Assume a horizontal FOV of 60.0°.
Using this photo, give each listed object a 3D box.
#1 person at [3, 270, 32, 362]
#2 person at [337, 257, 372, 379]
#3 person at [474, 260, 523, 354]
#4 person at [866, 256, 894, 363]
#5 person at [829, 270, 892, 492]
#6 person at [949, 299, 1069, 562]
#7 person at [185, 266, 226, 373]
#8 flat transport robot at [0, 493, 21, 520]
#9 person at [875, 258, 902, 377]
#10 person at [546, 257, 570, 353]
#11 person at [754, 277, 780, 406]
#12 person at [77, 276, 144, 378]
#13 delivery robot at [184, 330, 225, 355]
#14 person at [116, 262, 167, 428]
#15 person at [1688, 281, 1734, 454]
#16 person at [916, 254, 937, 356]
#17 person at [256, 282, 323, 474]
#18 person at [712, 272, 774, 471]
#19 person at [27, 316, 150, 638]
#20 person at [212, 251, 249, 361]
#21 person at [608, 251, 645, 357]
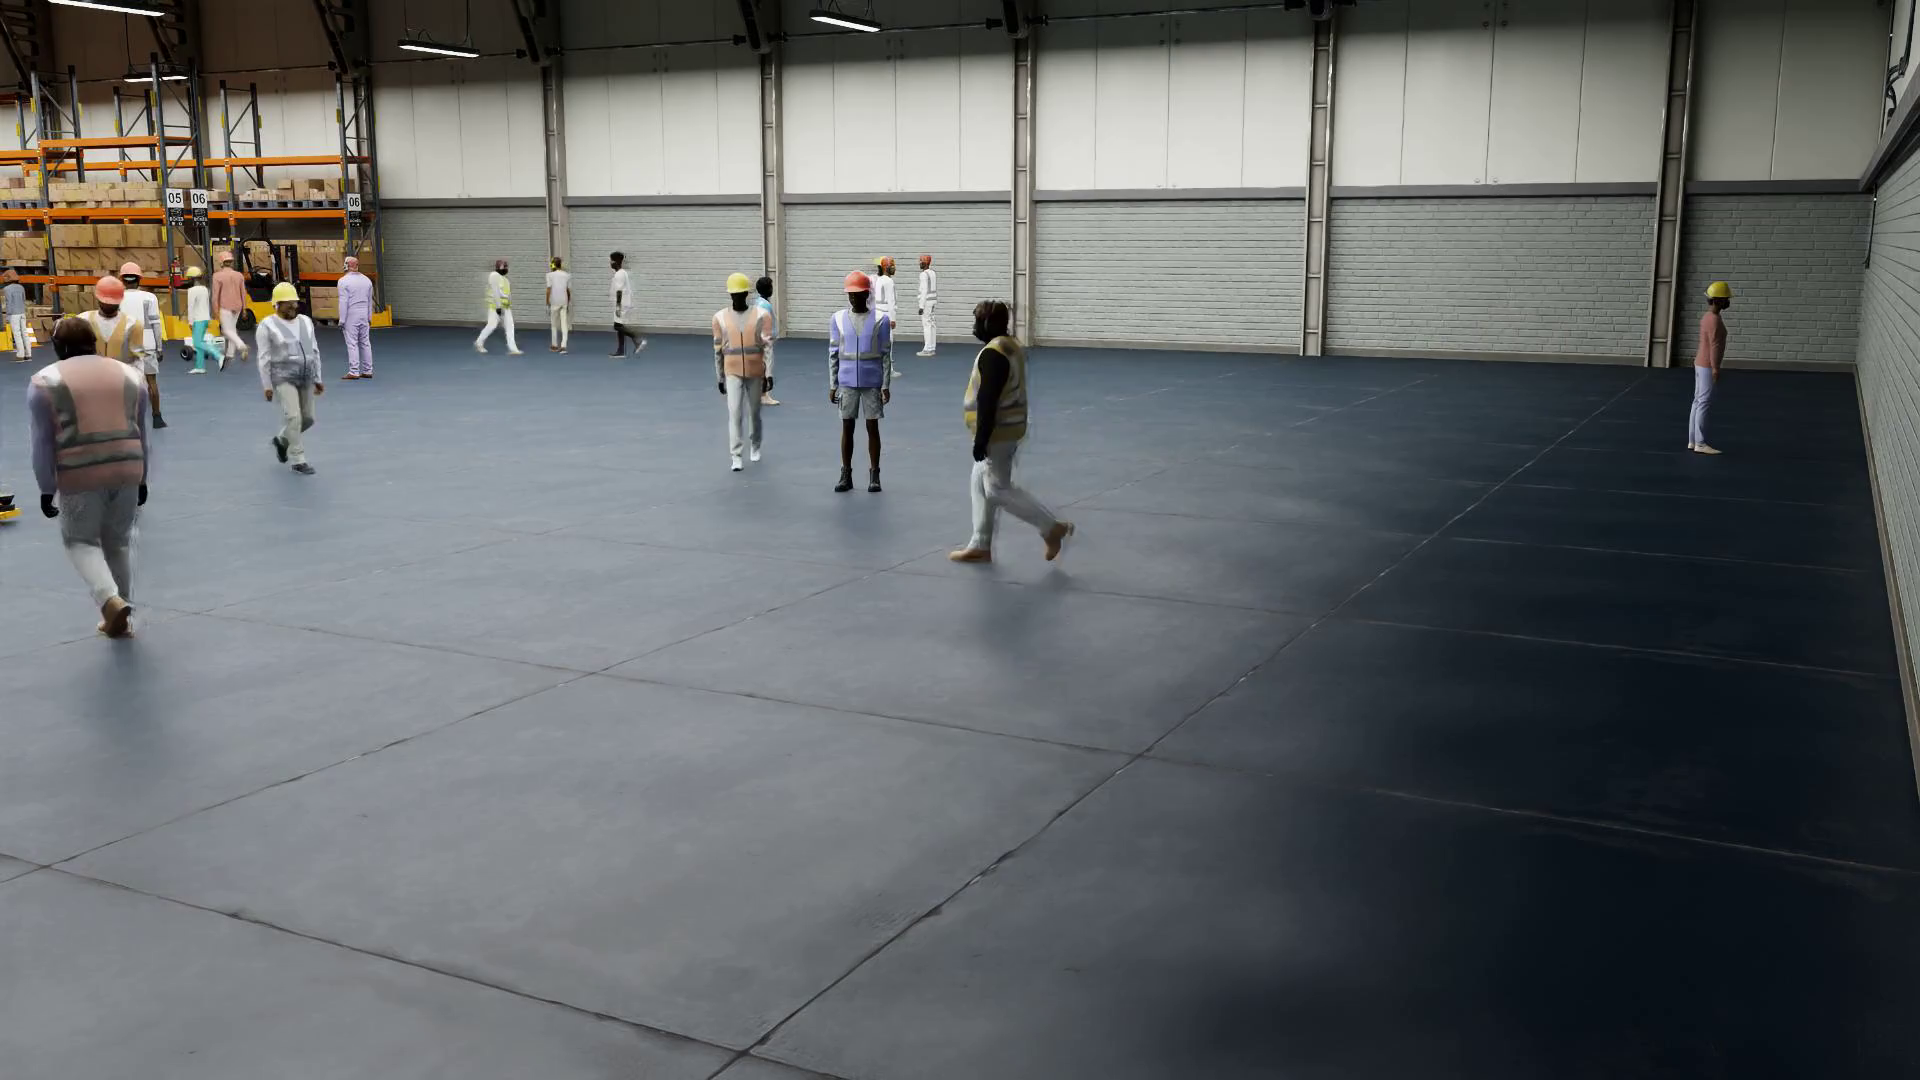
[{"bbox_3d":[-16.806,-3.989,29.605,0.274,1.632,0.503,1,10,6],"label":"person"},{"bbox_3d":[-9.474,-3.462,25.988,0.408,1.906,0.654,5,11,25],"label":"person"},{"bbox_3d":[-8.766,-4.395,31.424,0.925,1.793,0.619,3,11,15],"label":"person"},{"bbox_3d":[-1.467,-4.110,29.594,0.612,1.889,0.890,-6,12,-31],"label":"person"},{"bbox_3d":[-0.877,-1.380,14.548,0.552,1.936,0.359,1,10,6],"label":"person"},{"bbox_3d":[0.332,-0.714,11.256,0.766,1.820,0.632,1,10,7],"label":"person"},{"bbox_3d":[-12.257,-3.553,26.937,0.666,1.750,0.529,1,10,5],"label":"person"},{"bbox_3d":[-8.135,-0.228,12.815,1.431,0.197,0.652,0,10,1],"label":"flat transport robot"},{"bbox_3d":[-1.165,-3.528,26.413,0.354,1.881,0.576,-4,11,-23],"label":"person"},{"bbox_3d":[-7.717,-4.488,31.829,0.529,1.811,0.930,-6,12,-29],"label":"person"},{"bbox_3d":[-2.580,-2.629,22.019,0.316,1.696,0.542,-4,11,-20],"label":"person"},{"bbox_3d":[-7.340,-1.315,14.323,0.621,1.888,0.542,-4,11,-23],"label":"person"},{"bbox_3d":[-13.559,-3.542,29.856,0.707,0.478,0.477,4,11,22],"label":"delivery robot"},{"bbox_3d":[-9.545,-2.248,19.303,0.542,1.931,0.366,-3,11,-18],"label":"person"},{"bbox_3d":[7.755,-1.774,17.168,0.325,1.769,0.524,3,11,14],"label":"person"},{"bbox_3d":[-0.622,-4.381,31.066,0.357,1.883,0.573,4,11,20],"label":"person"},{"bbox_3d":[-6.373,-1.538,15.760,0.694,1.808,0.598,6,12,31],"label":"person"},{"bbox_3d":[-2.107,-1.659,16.205,0.585,1.891,0.955,-1,10,-6],"label":"person"},{"bbox_3d":[-4.730,-0.319,9.141,0.582,1.815,0.635,9,14,40],"label":"person"},{"bbox_3d":[-12.882,-4.122,29.418,0.812,1.969,0.625,6,12,31],"label":"person"},{"bbox_3d":[-6.152,-4.315,30.502,0.600,1.952,0.618,-1,10,-5],"label":"person"}]
